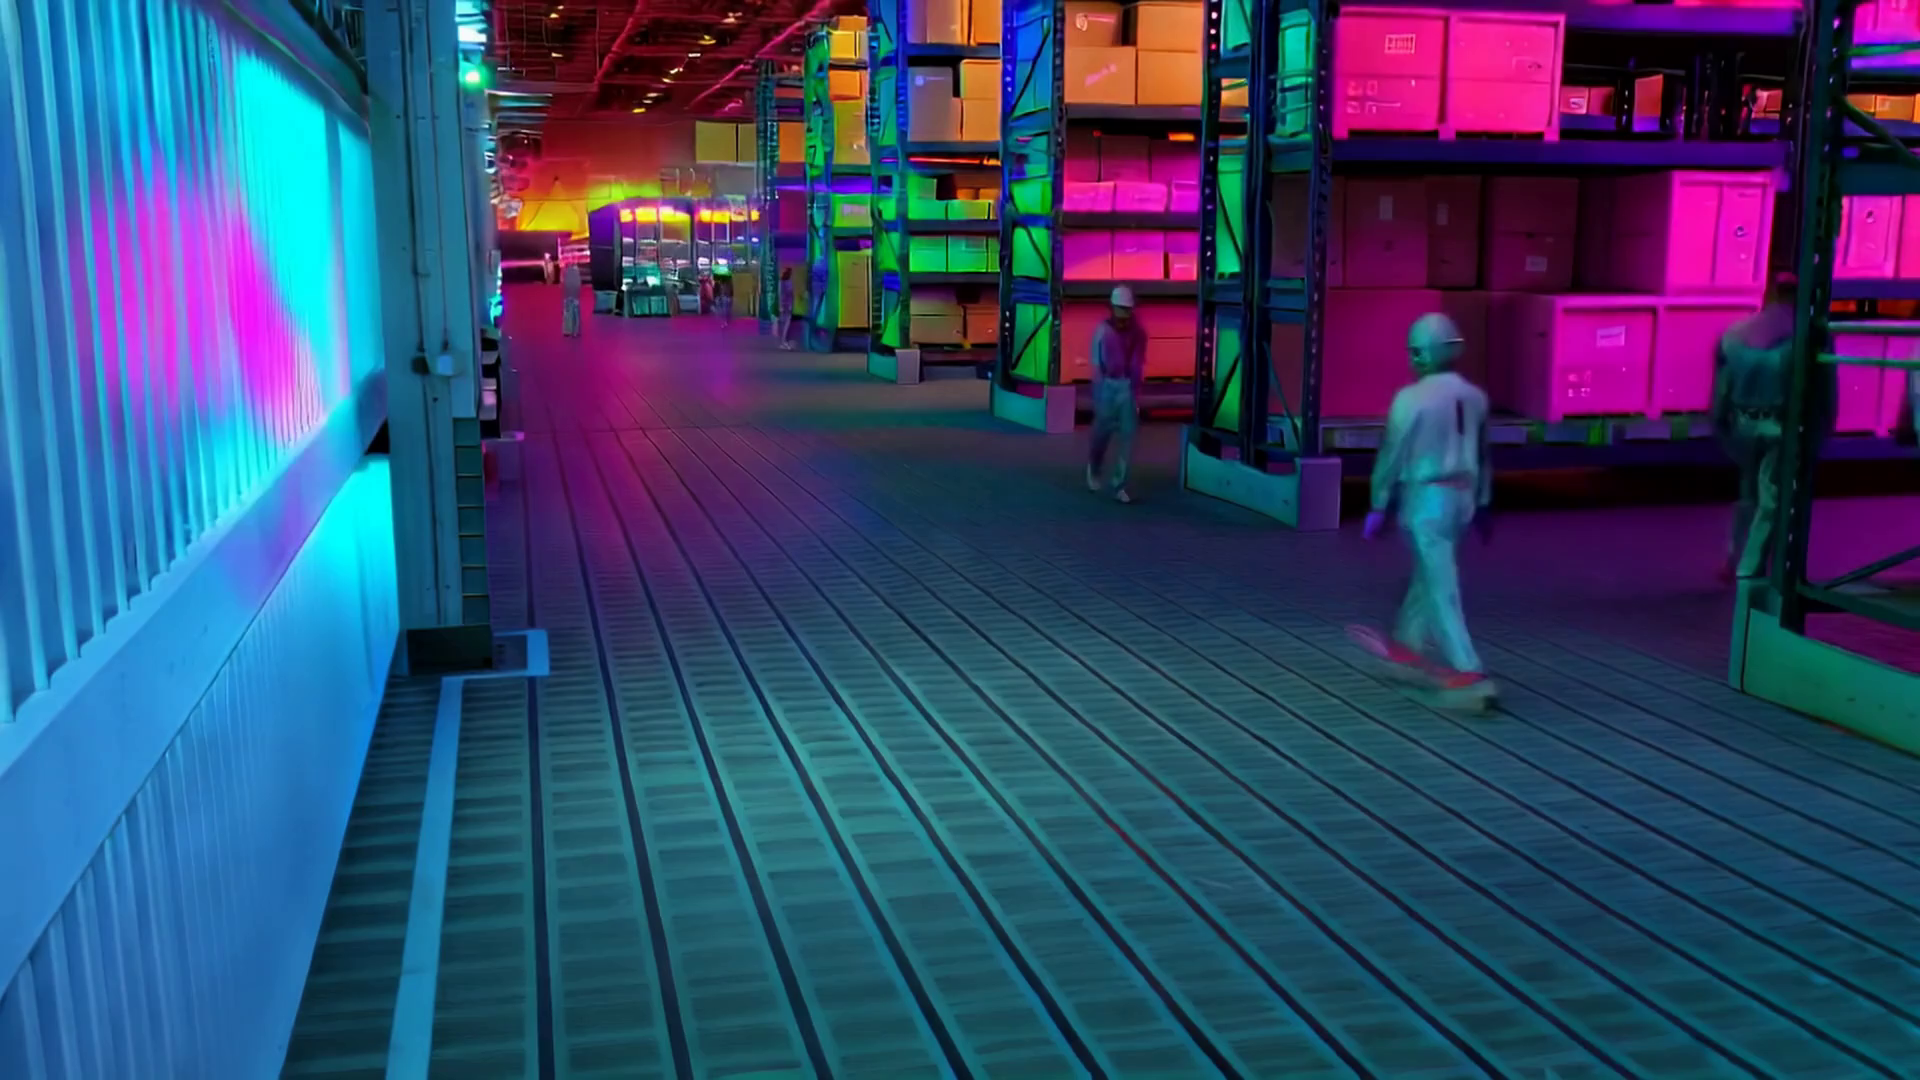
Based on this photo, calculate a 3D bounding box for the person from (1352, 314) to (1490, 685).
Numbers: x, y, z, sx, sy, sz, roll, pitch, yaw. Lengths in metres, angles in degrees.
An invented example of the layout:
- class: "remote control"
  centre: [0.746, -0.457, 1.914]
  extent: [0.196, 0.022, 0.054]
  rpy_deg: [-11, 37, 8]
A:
- class: "person"
  centre: [2.192, -0.204, 7.858]
  extent: [0.574, 1.702, 0.895]
  rpy_deg: [-7, 12, -35]

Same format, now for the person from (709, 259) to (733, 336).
- class: "person"
  centre: [-5.436, -5.502, 37.752]
  extent: [0.532, 1.752, 0.596]
  rpy_deg: [-3, 10, -17]

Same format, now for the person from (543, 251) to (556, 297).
- class: "person"
  centre: [-16.372, -10.576, 66.232]
  extent: [0.373, 1.833, 0.563]
  rpy_deg: [4, 11, 22]

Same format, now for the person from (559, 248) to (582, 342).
- class: "person"
  centre: [-8.262, -5.184, 35.229]
  extent: [0.608, 1.996, 0.379]
  rpy_deg: [7, 12, 34]

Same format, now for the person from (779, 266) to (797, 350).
- class: "person"
  centre: [-3.405, -4.550, 32.651]
  extent: [0.310, 1.639, 0.514]
  rpy_deg: [-5, 11, -24]

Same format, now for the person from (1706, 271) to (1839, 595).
- class: "person"
  centre: [4.737, -0.609, 9.671]
  extent: [0.737, 1.875, 0.652]
  rpy_deg: [-9, 14, -43]

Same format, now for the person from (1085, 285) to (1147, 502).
- class: "person"
  centre: [1.234, -1.175, 13.320]
  extent: [0.485, 1.722, 0.538]
  rpy_deg: [-3, 10, -16]

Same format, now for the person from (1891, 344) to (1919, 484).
- class: "person"
  centre: [5.503, -0.475, 9.177]
  extent: [0.978, 1.794, 0.596]
  rpy_deg: [-8, 13, -40]
